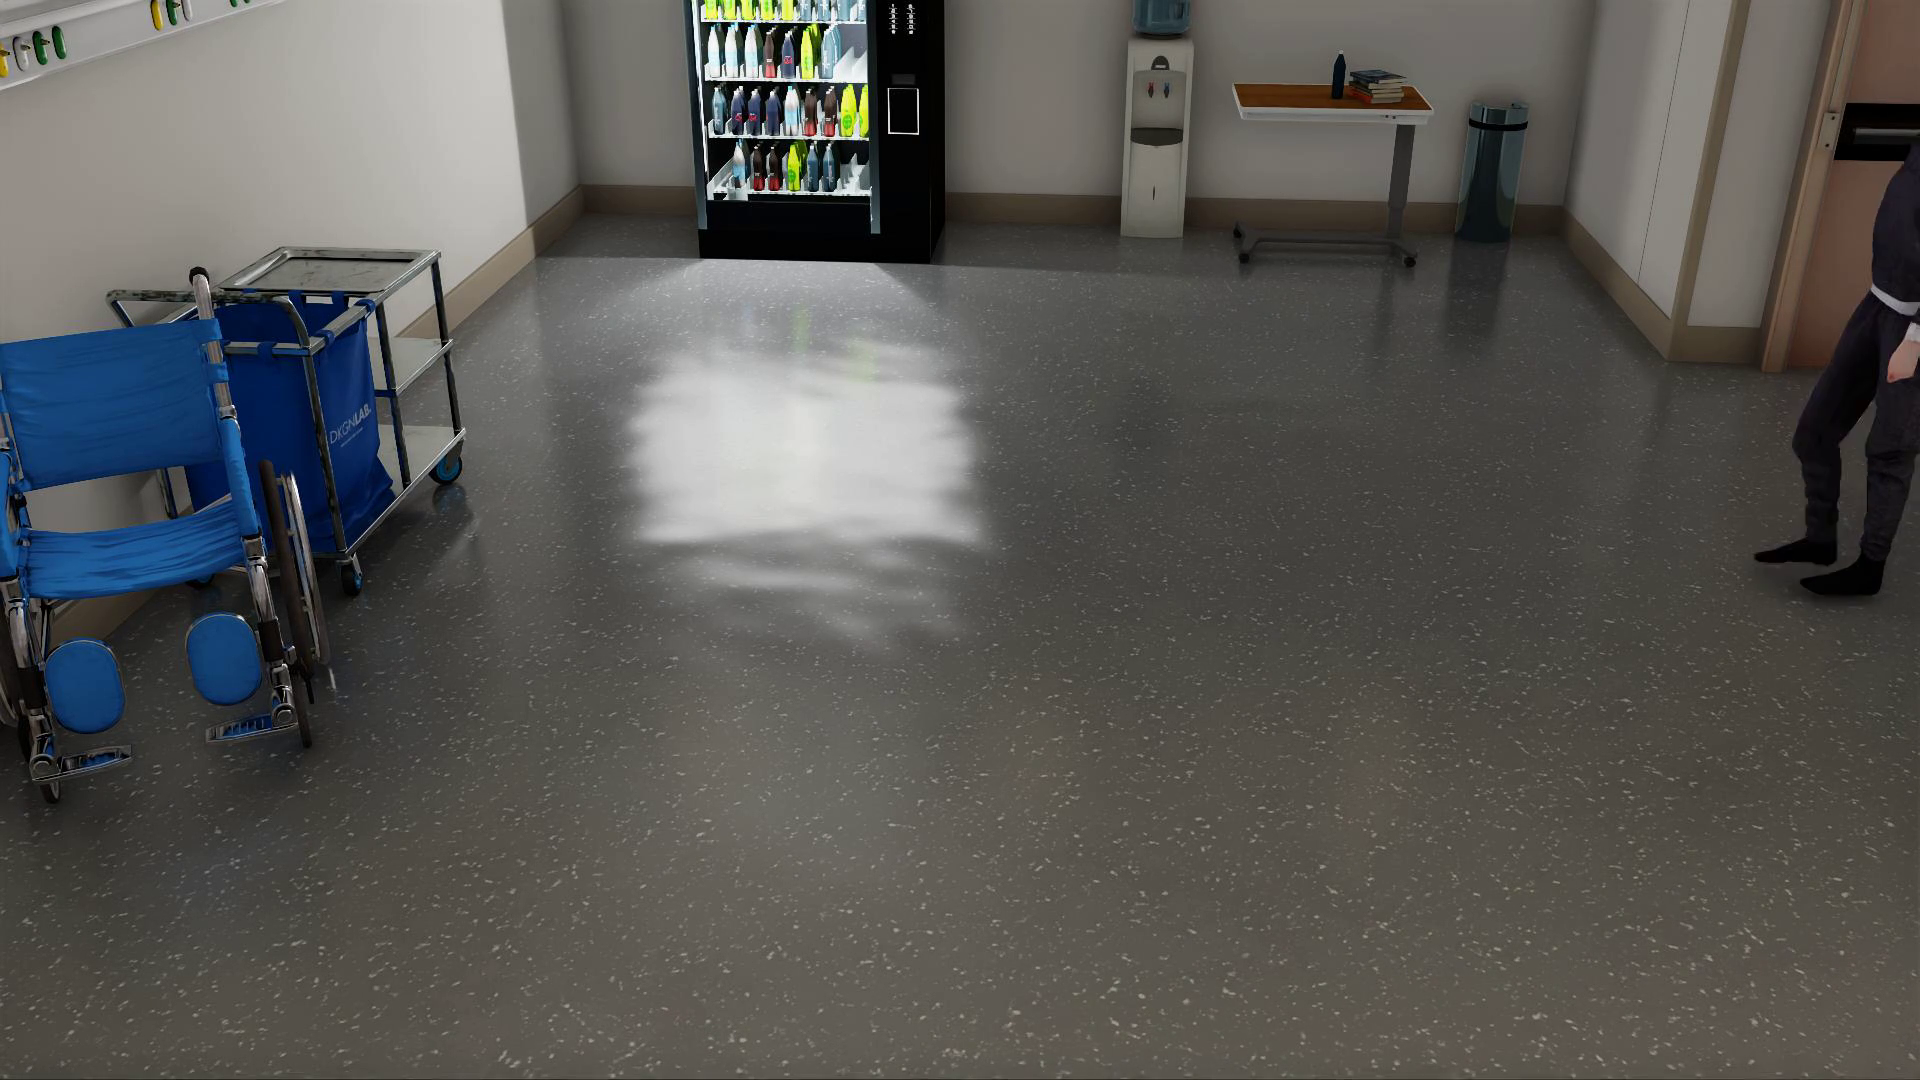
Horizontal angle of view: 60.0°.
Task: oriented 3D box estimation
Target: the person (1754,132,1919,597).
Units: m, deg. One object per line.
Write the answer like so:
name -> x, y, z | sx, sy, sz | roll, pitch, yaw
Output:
person -> 2.882, -0.629, 4.925 | 0.592, 1.771, 0.621 | 1, 26, 3
